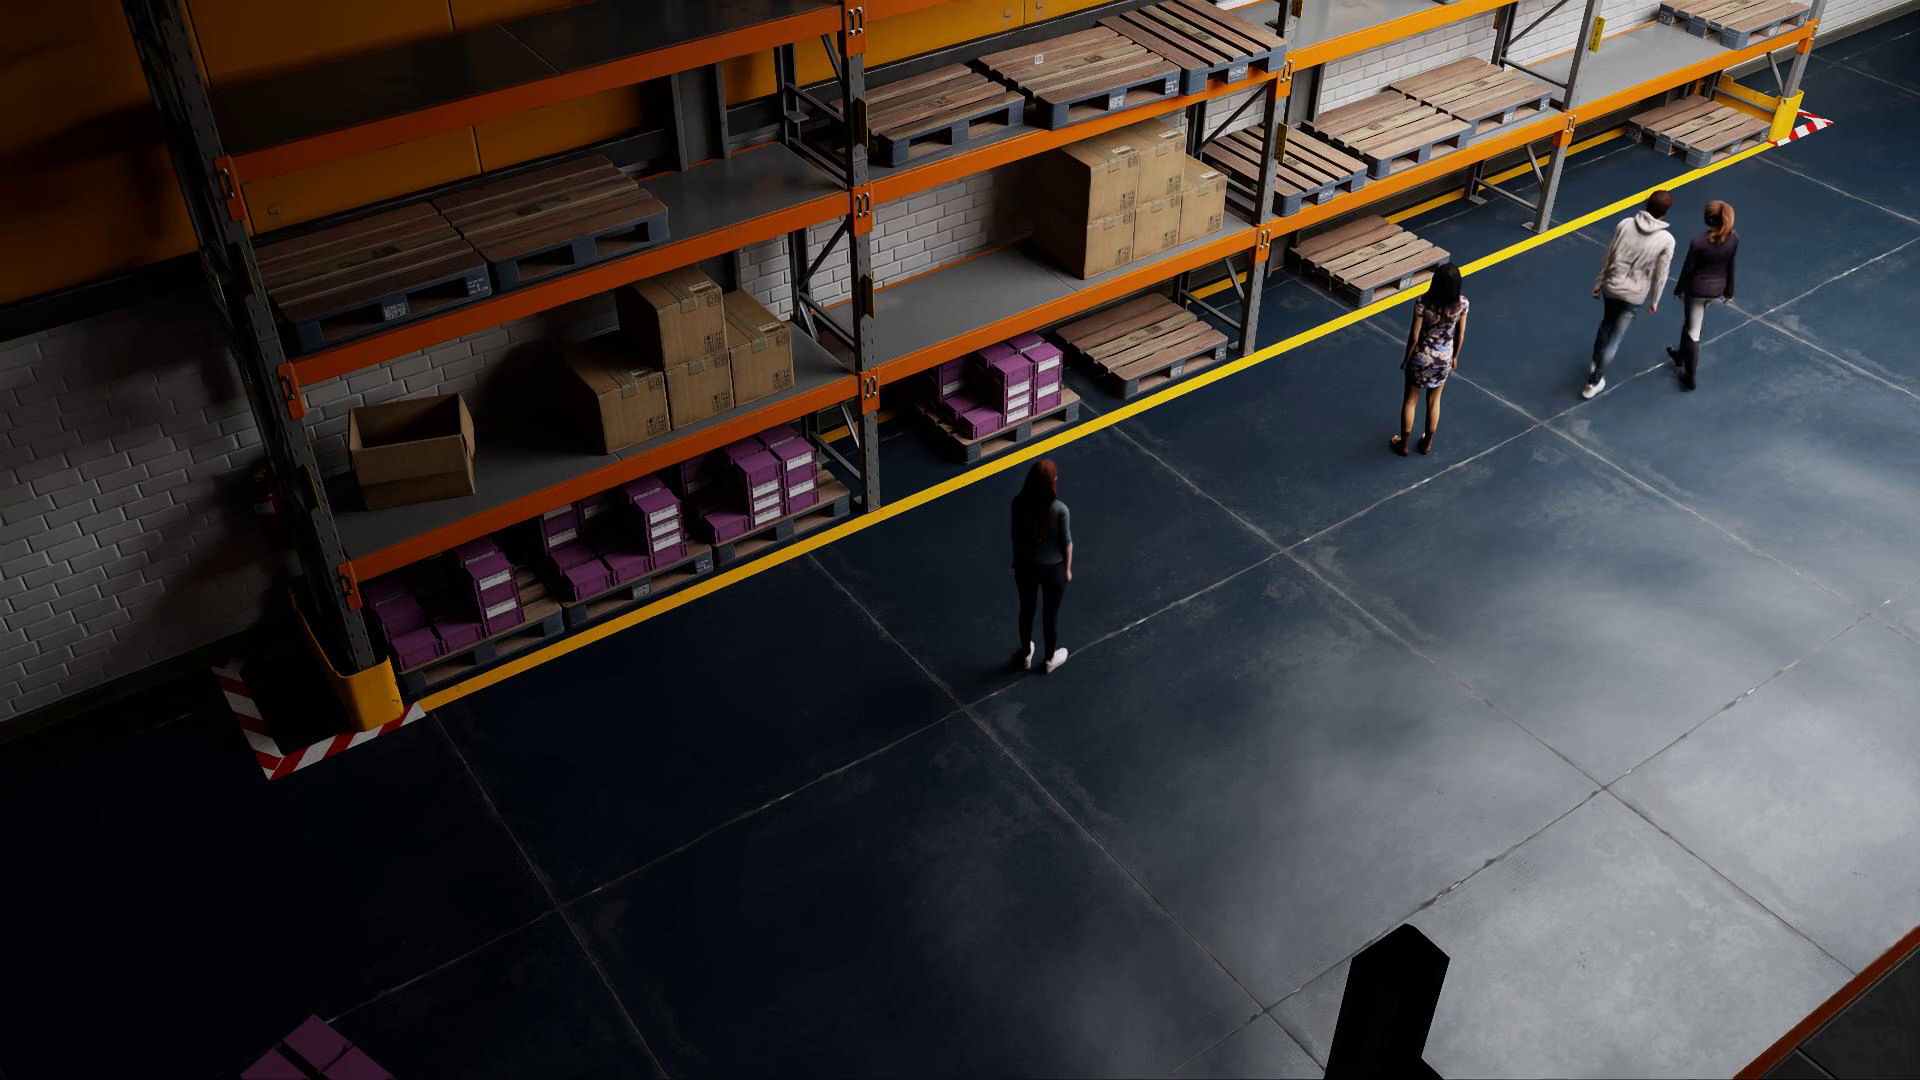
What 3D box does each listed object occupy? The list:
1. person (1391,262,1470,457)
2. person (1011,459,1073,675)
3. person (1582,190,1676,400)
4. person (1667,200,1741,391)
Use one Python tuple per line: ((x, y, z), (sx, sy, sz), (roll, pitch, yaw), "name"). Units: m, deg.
((3.751, -1.439, 13.286), (0.631, 1.733, 0.737), (-1, 39, -1), "person")
((0.545, 0.189, 11.241), (0.672, 1.742, 0.698), (15, 41, 18), "person")
((5.526, -2.034, 13.969), (0.816, 1.811, 0.986), (26, 45, 29), "person")
((6.280, -2.018, 14.030), (0.897, 1.709, 0.901), (-2, 39, -3), "person")
